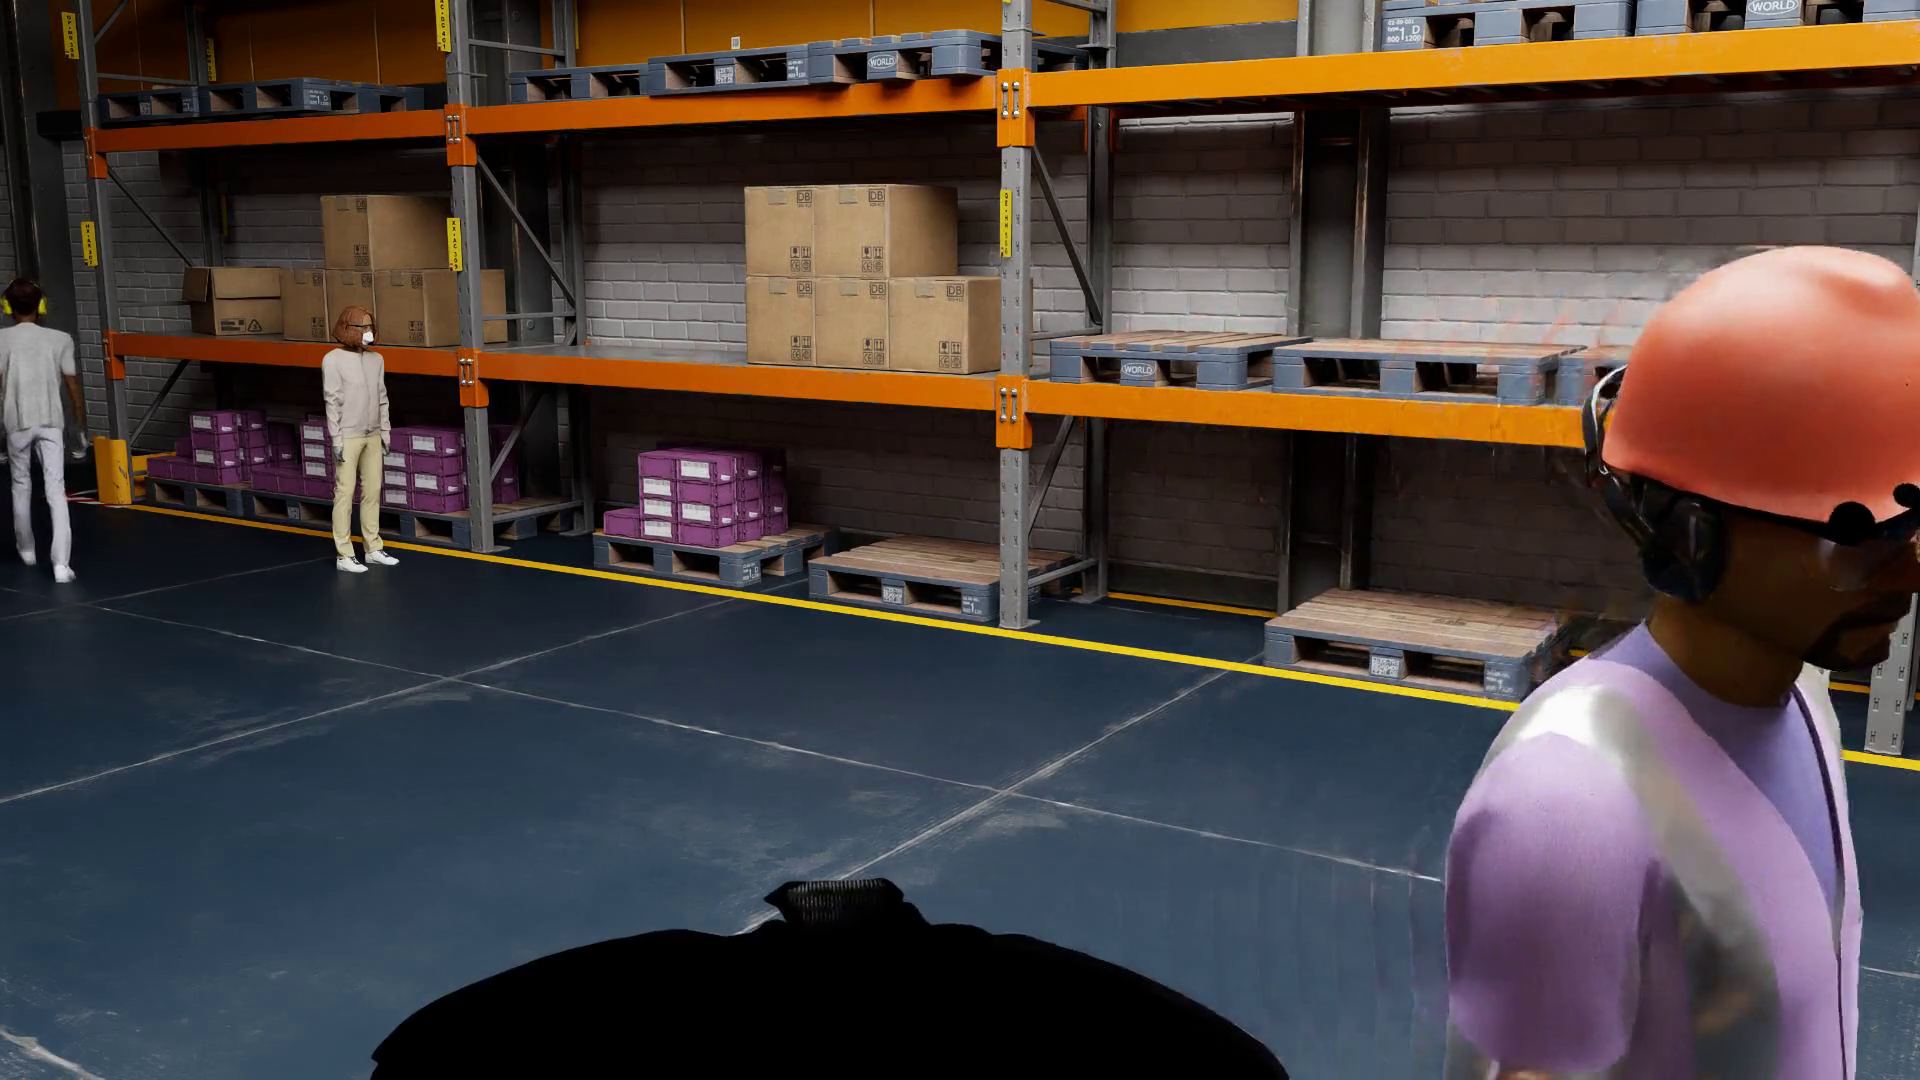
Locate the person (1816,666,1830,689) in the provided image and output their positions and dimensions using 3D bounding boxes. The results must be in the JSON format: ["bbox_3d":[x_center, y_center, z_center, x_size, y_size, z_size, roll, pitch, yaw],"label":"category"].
[{"bbox_3d":[2.494,0.310,5.029,0.273,1.636,0.507,1,10,5],"label":"person"}]

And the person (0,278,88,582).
[{"bbox_3d":[-5.602,-0.677,10.090,0.540,1.788,1.043,-6,12,-31],"label":"person"}]

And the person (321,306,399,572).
[{"bbox_3d":[-3.693,-0.621,10.223,0.277,1.629,0.497,5,11,24],"label":"person"}]

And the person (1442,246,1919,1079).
[{"bbox_3d":[0.604,0.734,1.624,0.626,2.018,0.671,8,13,38],"label":"person"}]

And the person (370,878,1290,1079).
[{"bbox_3d":[-0.085,0.889,1.045,0.593,1.920,0.391,-1,10,-4],"label":"person"}]
